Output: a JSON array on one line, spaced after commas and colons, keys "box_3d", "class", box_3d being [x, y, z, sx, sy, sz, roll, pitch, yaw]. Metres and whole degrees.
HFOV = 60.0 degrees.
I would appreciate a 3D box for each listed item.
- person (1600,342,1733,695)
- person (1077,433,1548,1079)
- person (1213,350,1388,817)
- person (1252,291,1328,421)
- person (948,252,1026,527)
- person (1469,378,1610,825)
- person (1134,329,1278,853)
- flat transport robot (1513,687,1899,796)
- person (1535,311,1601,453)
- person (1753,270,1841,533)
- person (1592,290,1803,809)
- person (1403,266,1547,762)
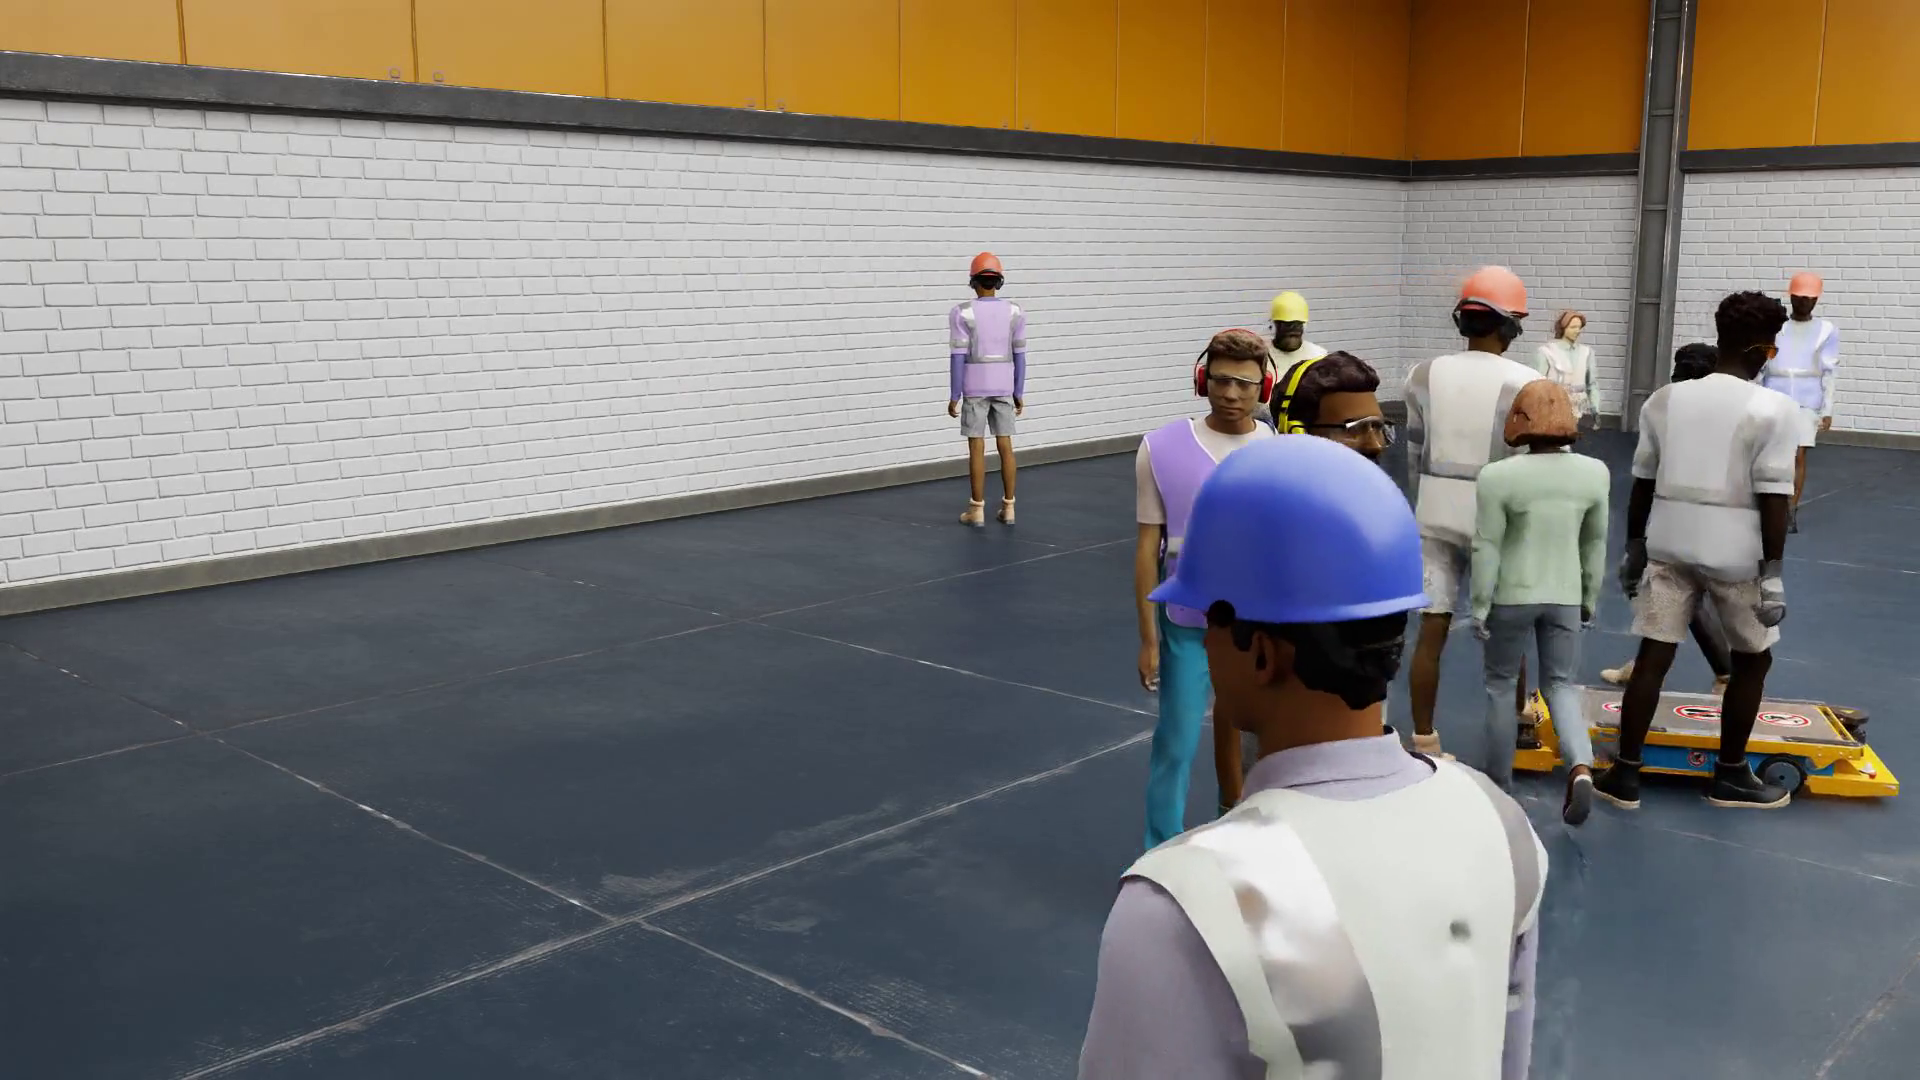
[{"box_3d": [3.298, -0.062, 7.523, 0.541, 1.664, 0.789, -8, 13, -39], "class": "person"}, {"box_3d": [0.383, 0.845, 1.700, 0.997, 1.904, 0.601, 9, 13, 41], "class": "person"}, {"box_3d": [0.726, 0.554, 3.399, 0.514, 1.876, 0.328, -7, 12, -35], "class": "person"}, {"box_3d": [1.938, -0.570, 9.960, 0.594, 1.817, 0.513, 0, 10, -1], "class": "person"}, {"box_3d": [0.190, -1.121, 12.458, 0.610, 2.043, 0.397, -4, 11, -20], "class": "person"}, {"box_3d": [2.081, 0.234, 5.962, 0.504, 1.619, 0.595, -1, 10, -5], "class": "person"}, {"box_3d": [0.793, 0.280, 5.060, 0.563, 1.839, 0.393, -2, 10, -13], "class": "person"}, {"box_3d": [2.892, 0.782, 6.664, 1.431, 0.197, 0.652, 3, 10, 16], "class": "flat transport robot"}, {"box_3d": [4.706, -0.982, 12.936, 0.534, 1.589, 0.857, -3, 11, -19], "class": "person"}, {"box_3d": [6.069, -1.000, 12.118, 0.565, 1.918, 0.402, 5, 11, 28], "class": "person"}, {"box_3d": [2.731, 0.058, 6.120, 0.593, 1.925, 0.664, -7, 12, -36], "class": "person"}, {"box_3d": [2.072, -0.069, 6.597, 0.613, 1.999, 0.984, 8, 13, 39], "class": "person"}]
